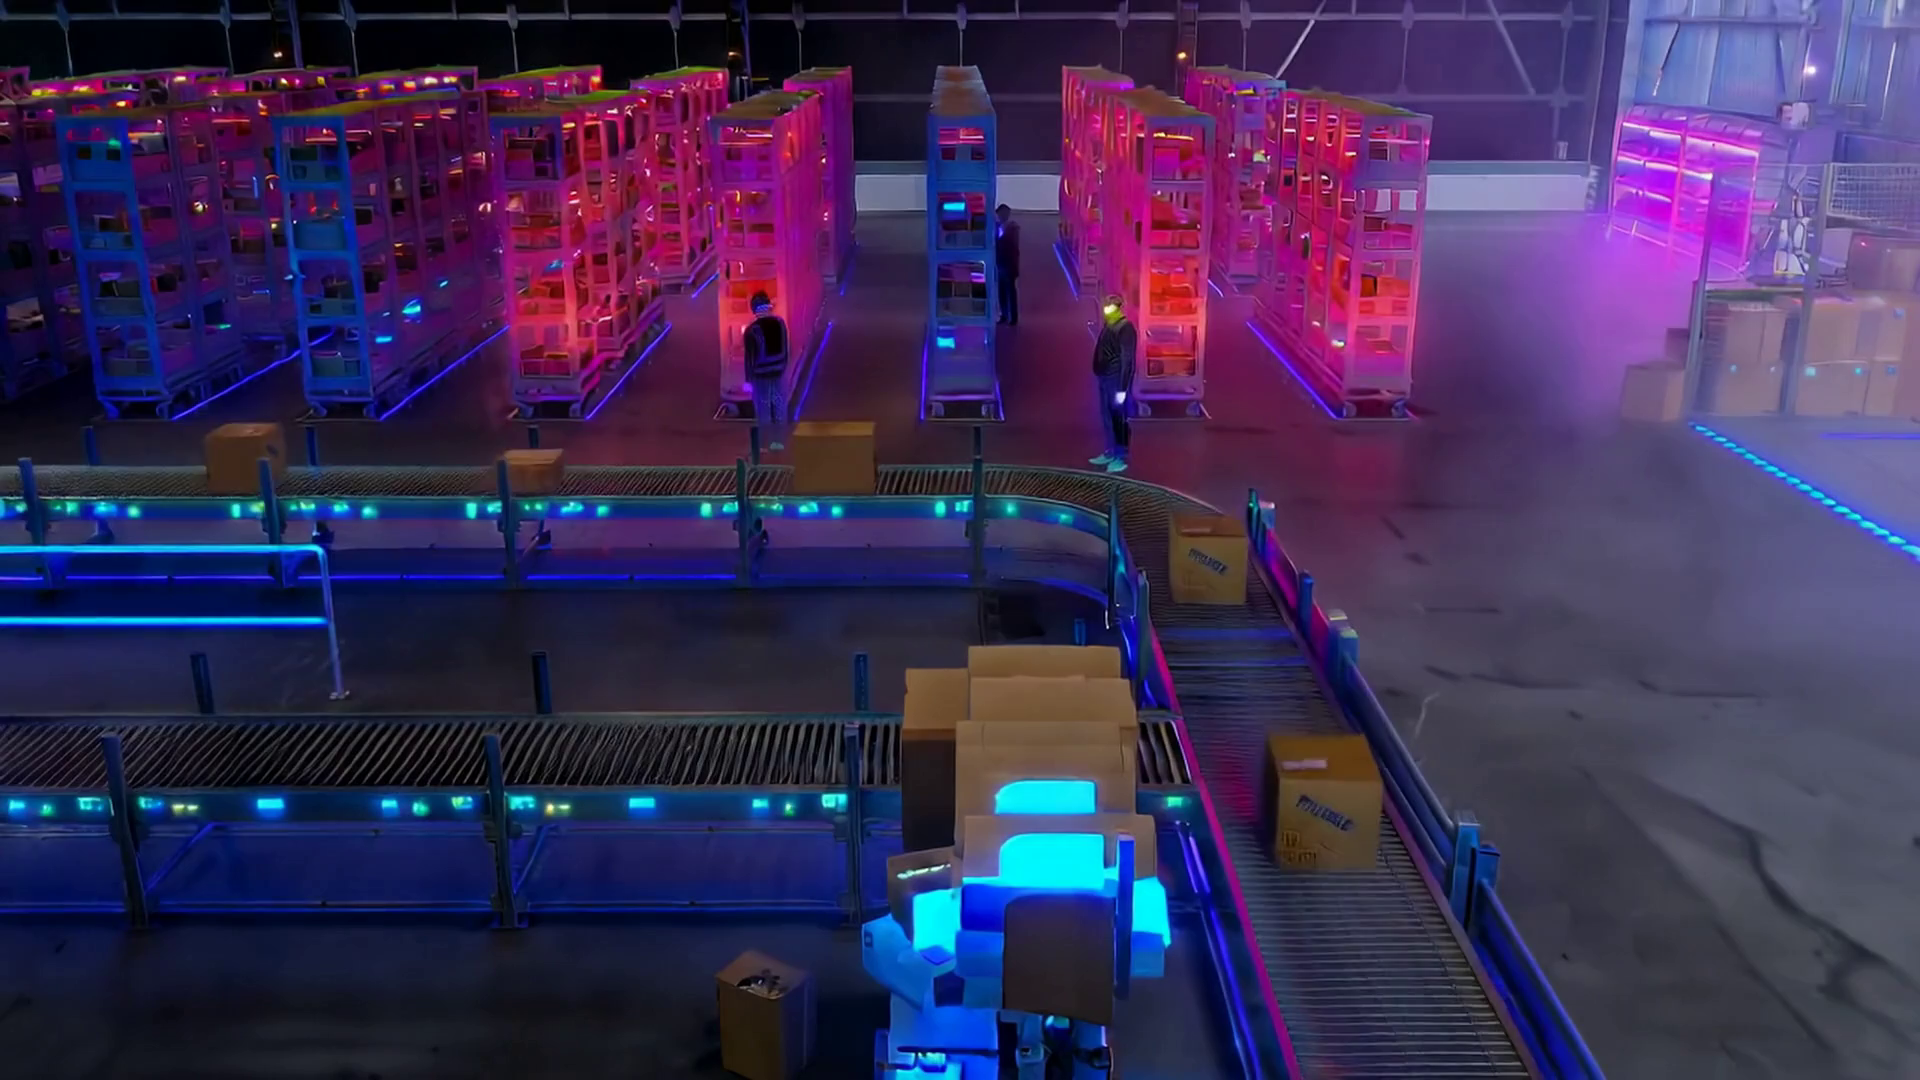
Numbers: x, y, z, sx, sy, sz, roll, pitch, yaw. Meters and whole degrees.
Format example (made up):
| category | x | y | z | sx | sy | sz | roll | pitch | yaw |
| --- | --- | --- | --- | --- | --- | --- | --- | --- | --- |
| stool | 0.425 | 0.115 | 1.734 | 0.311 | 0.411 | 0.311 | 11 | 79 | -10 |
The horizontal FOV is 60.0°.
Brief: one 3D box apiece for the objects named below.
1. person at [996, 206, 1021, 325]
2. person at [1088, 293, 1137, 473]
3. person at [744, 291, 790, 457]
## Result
| category | x | y | z | sx | sy | sz | roll | pitch | yaw |
| --- | --- | --- | --- | --- | --- | --- | --- | --- | --- |
| person | 0.693 | -4.269 | 25.831 | 0.573 | 1.831 | 0.405 | 11 | 21 | 30 |
| person | 1.612 | -1.677 | 17.721 | 0.408 | 1.907 | 0.653 | -5 | 19 | -16 |
| person | -2.146 | -1.831 | 18.330 | 0.403 | 1.822 | 0.589 | 17 | 24 | 42 |
